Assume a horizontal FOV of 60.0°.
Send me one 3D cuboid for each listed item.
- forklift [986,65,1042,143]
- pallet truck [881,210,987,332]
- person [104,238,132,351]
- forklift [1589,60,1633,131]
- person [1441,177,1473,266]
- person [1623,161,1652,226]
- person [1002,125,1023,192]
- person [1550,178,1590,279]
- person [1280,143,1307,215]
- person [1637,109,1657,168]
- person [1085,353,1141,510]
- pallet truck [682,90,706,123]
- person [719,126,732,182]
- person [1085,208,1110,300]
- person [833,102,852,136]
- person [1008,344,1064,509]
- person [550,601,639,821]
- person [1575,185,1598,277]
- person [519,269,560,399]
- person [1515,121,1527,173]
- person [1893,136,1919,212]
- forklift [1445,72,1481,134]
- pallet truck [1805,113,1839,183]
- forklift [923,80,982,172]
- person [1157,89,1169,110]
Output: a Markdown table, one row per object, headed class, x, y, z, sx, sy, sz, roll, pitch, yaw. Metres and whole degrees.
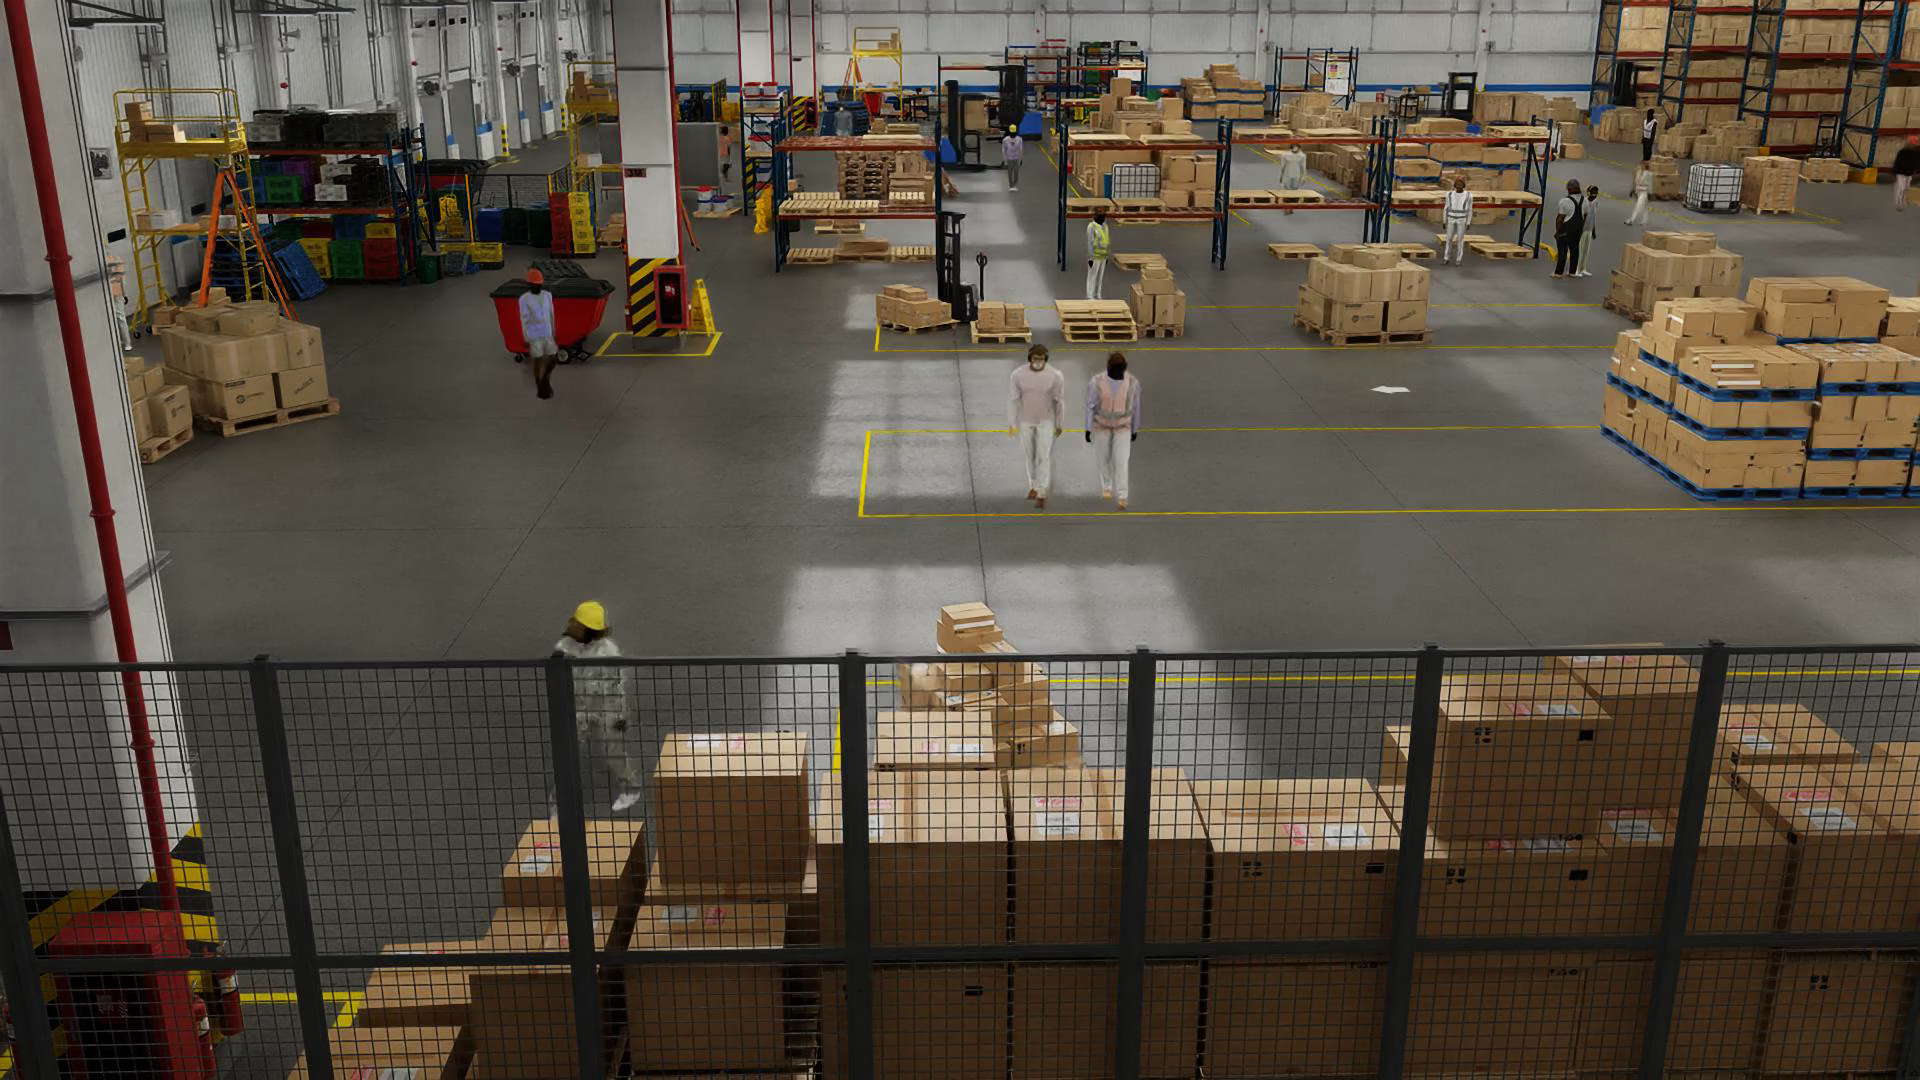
| class | x | y | z | sx | sy | sz | roll | pitch | yaw |
| --- | --- | --- | --- | --- | --- | --- | --- | --- | --- |
| forklift | 2.090 | -16.460 | 62.702 | 1.873 | 2.768 | 1.129 | -10 | 21 | -26 |
| pallet truck | -0.493 | -4.759 | 29.349 | 1.885 | 1.965 | 0.823 | -13 | 23 | -34 |
| person | -13.990 | -4.033 | 27.310 | 0.585 | 1.924 | 0.375 | -13 | 23 | -34 |
| forklift | 26.302 | -17.662 | 66.266 | 1.873 | 2.768 | 1.129 | 0 | 19 | -1 |
| person | 10.637 | -6.812 | 35.613 | 0.584 | 1.882 | 0.337 | 10 | 21 | 26 |
| person | 16.932 | -8.629 | 41.442 | 0.849 | 1.587 | 0.541 | -6 | 19 | -16 |
| person | 1.512 | -11.038 | 48.117 | 0.606 | 1.895 | 0.734 | 0 | 19 | 0 |
| person | 12.471 | -6.391 | 34.125 | 0.681 | 2.000 | 0.538 | -6 | 20 | -17 |
| person | 8.679 | -9.405 | 43.262 | 0.666 | 1.906 | 0.861 | 2 | 19 | 6 |
| person | 22.348 | -13.008 | 53.960 | 0.396 | 1.911 | 0.588 | -3 | 19 | -10 |
| person | 1.762 | -1.260 | 19.276 | 0.636 | 1.792 | 0.921 | 2 | 19 | 7 |
| pallet truck | -9.671 | -15.907 | 62.421 | 0.823 | 1.965 | 1.885 | 5 | 19 | 15 |
| person | -7.158 | -11.695 | 50.413 | 0.442 | 1.685 | 0.536 | -16 | 24 | -39 |
| person | 2.593 | -5.300 | 31.202 | 0.430 | 1.841 | 0.623 | 12 | 22 | 32 |
| person | -4.010 | -14.050 | 57.050 | 0.636 | 1.911 | 0.869 | 1 | 19 | 3 |
| person | 0.857 | -1.318 | 19.283 | 0.631 | 1.907 | 0.889 | 5 | 19 | 14 |
| person | -2.698 | 1.245 | 12.021 | 0.557 | 1.689 | 0.650 | 3 | 19 | 8 |
| person | 12.966 | -6.389 | 34.388 | 0.512 | 1.868 | 0.329 | -11 | 22 | -30 |
| person | -6.116 | -2.998 | 24.243 | 0.565 | 1.917 | 0.410 | -17 | 25 | -41 |
| person | 17.766 | -12.453 | 52.737 | 0.528 | 1.634 | 0.316 | -16 | 24 | -40 |
| person | 25.041 | -9.648 | 43.922 | 0.606 | 1.957 | 0.737 | -1 | 19 | -4 |
| forklift | 17.453 | -14.903 | 58.082 | 1.129 | 2.768 | 1.873 | -1 | 19 | -1 |
| pallet truck | 26.403 | -11.957 | 50.702 | 0.823 | 1.965 | 1.885 | 6 | 19 | 16 |
| forklift | -0.248 | -13.248 | 53.171 | 1.873 | 2.768 | 1.129 | -1 | 19 | -1 |
| person | 7.852 | -16.264 | 63.612 | 0.807 | 1.905 | 0.548 | -7 | 20 | -19 |
